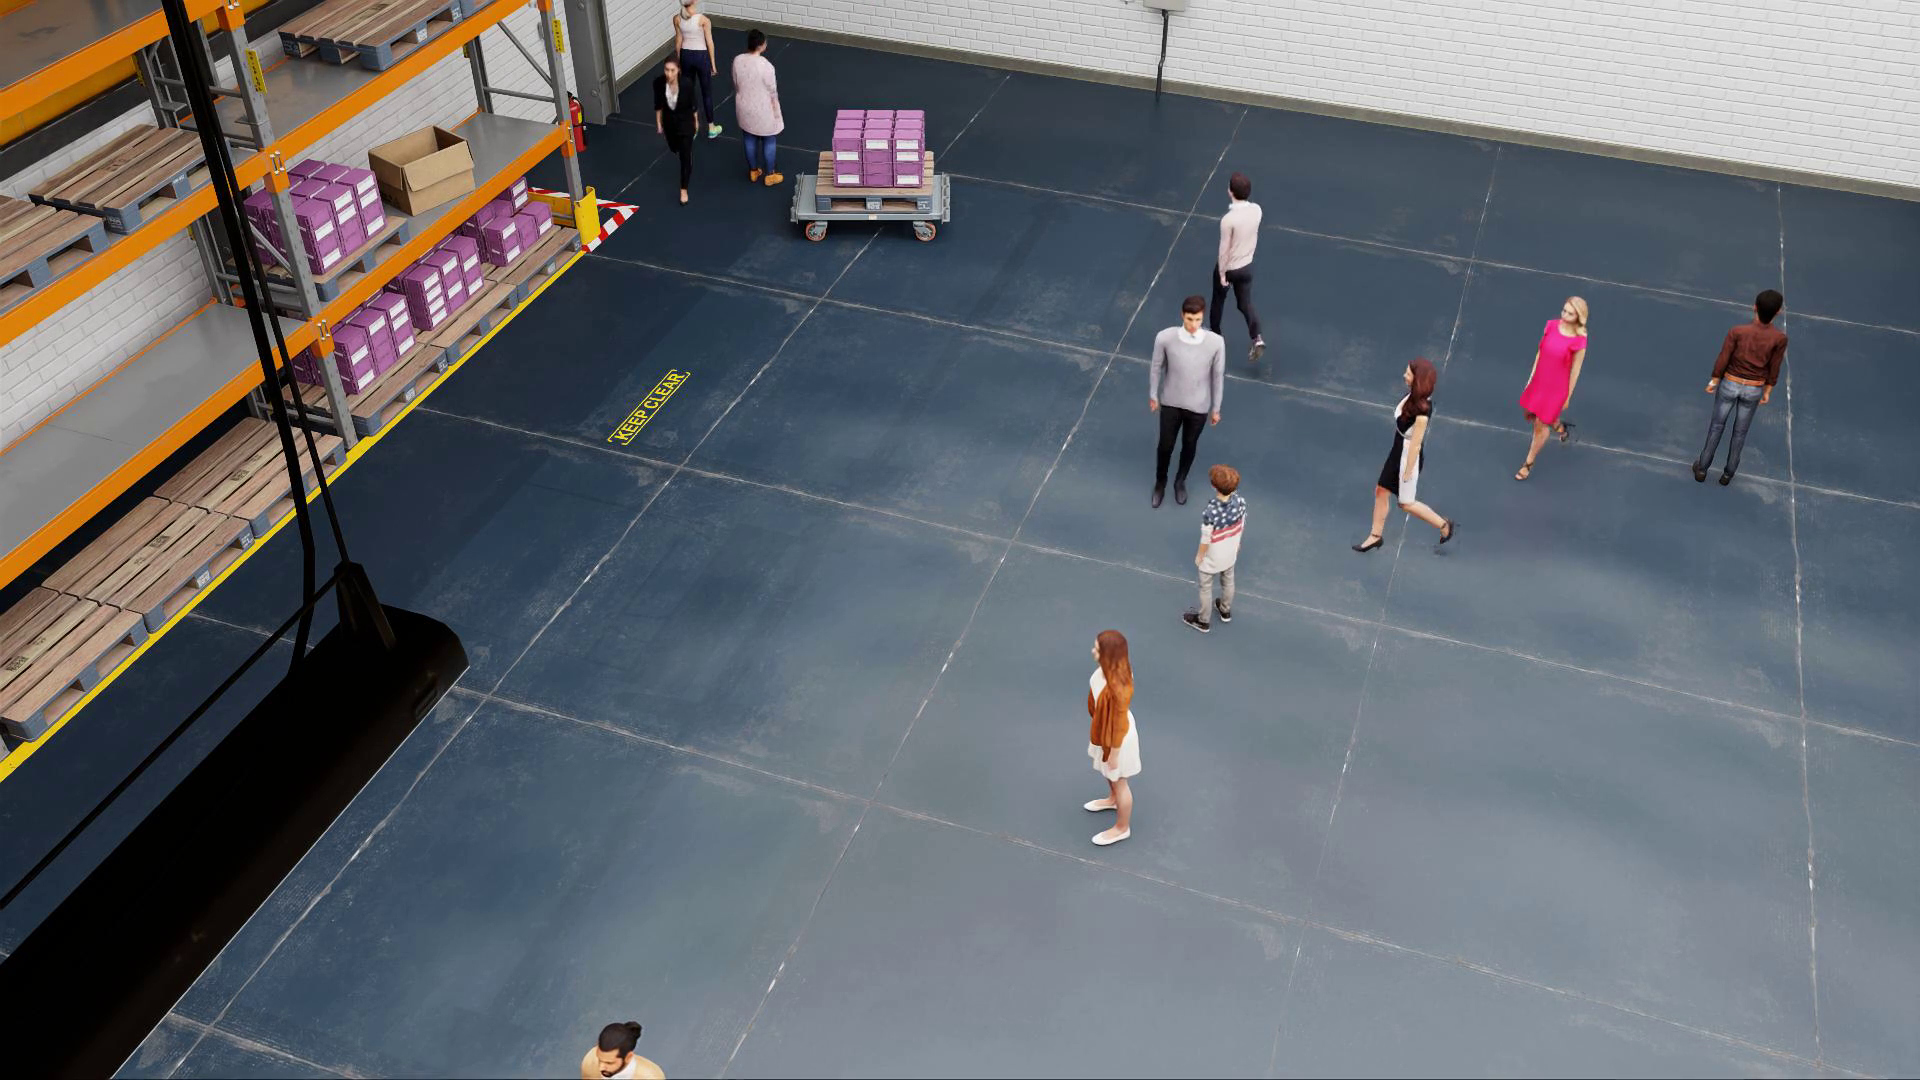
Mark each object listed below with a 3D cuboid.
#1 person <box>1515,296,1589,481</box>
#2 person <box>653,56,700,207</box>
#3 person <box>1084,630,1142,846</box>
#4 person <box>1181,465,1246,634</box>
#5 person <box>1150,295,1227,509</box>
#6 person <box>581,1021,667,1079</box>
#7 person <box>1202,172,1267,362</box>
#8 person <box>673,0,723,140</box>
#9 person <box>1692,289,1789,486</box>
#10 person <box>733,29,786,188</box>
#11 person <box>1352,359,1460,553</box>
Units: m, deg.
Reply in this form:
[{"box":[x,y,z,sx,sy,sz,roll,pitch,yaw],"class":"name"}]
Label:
[{"box":[4.928,-1.284,13.704,0.956,1.708,0.875,-20,43,-23],"class":"person"},{"box":[-2.971,-4.447,17.744,0.804,1.609,1.179,5,39,6],"class":"person"},{"box":[0.995,1.220,10.564,0.754,1.715,0.649,-4,39,-5],"class":"person"},{"box":[1.919,0.041,12.264,0.603,1.436,0.677,-15,41,-18],"class":"person"},{"box":[1.817,-1.170,13.400,0.802,1.910,0.741,3,39,3],"class":"person"},{"box":[-1.627,2.984,8.323,0.650,1.755,0.573,14,41,17],"class":"person"},{"box":[2.551,-2.448,15.100,1.100,1.786,1.116,-20,43,-23],"class":"person"},{"box":[-3.005,-5.412,18.878,0.632,1.702,0.583,6,39,8],"class":"person"},{"box":[6.380,-1.231,13.583,0.640,1.778,0.500,13,41,16],"class":"person"},{"box":[-2.200,-4.683,17.938,0.724,1.737,0.666,12,40,14],"class":"person"},{"box":[3.512,-0.594,12.789,0.837,1.773,1.027,2,39,3],"class":"person"}]
